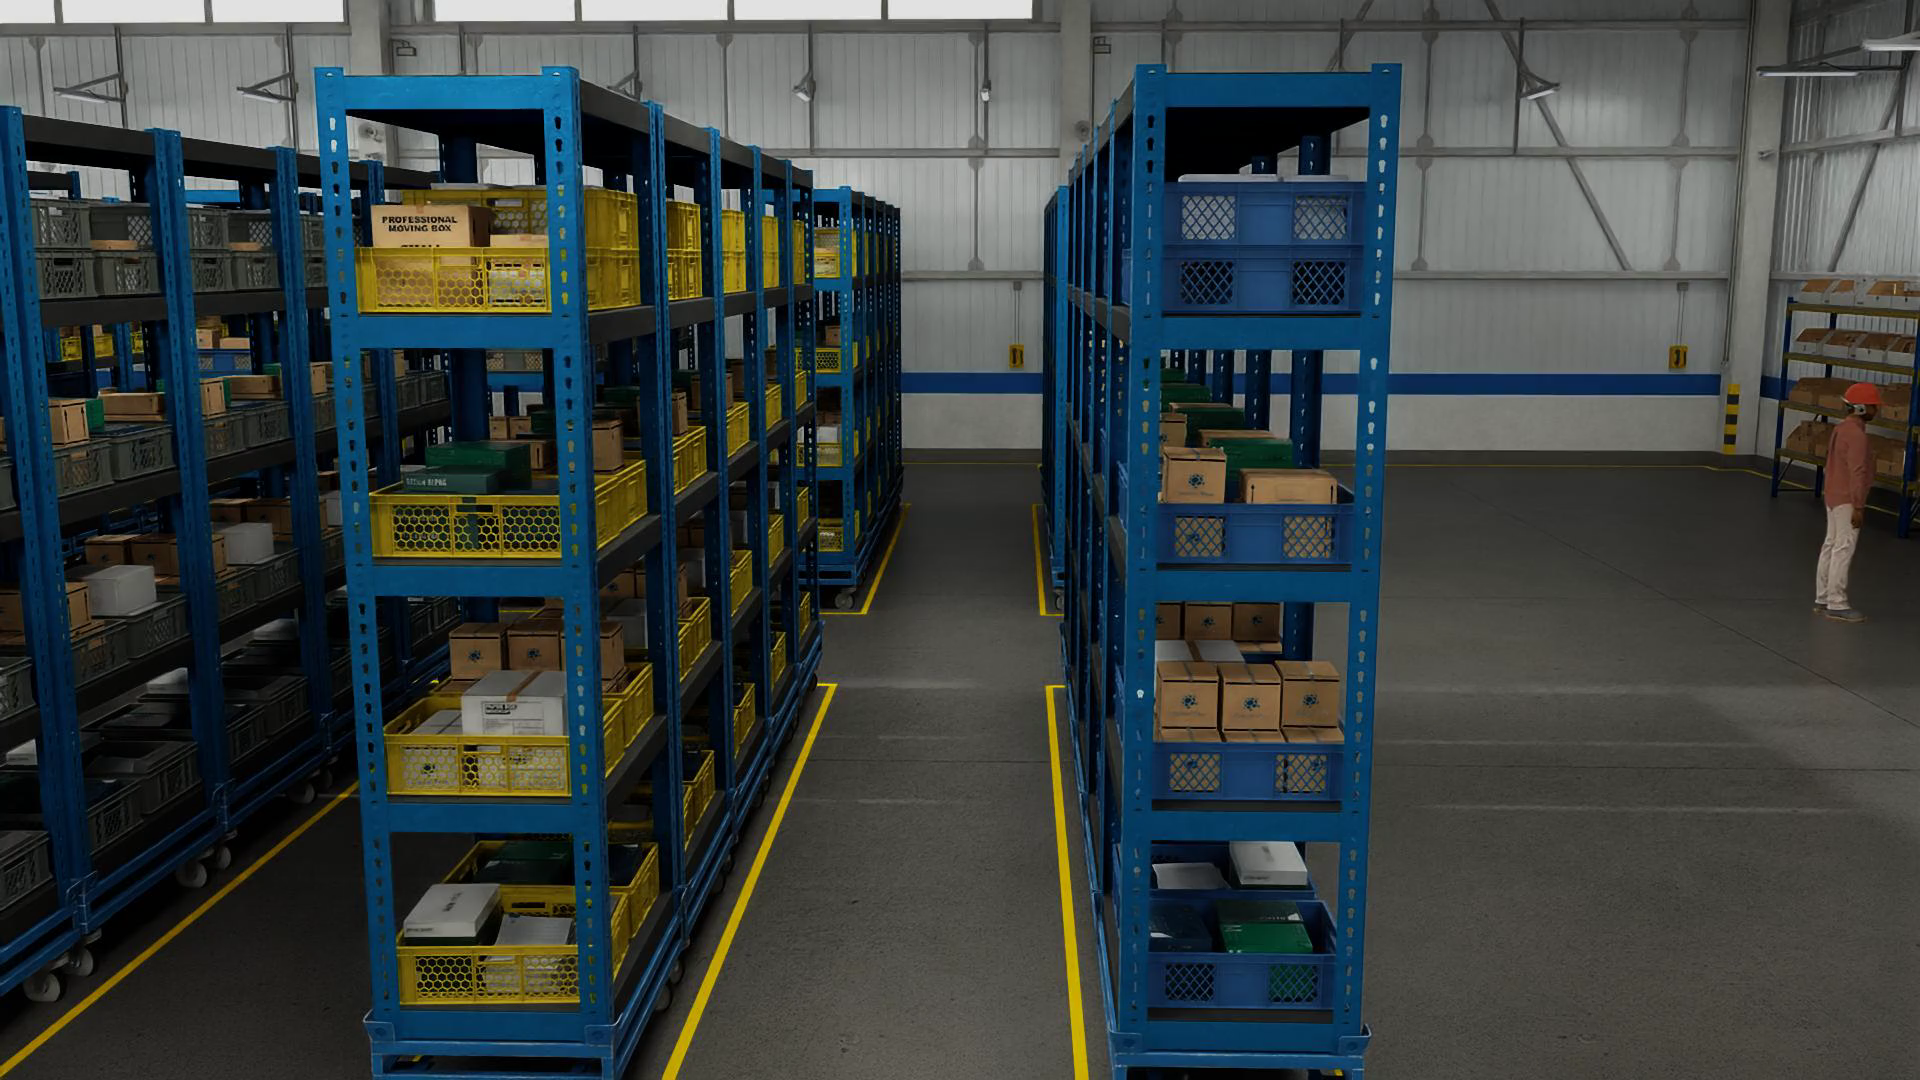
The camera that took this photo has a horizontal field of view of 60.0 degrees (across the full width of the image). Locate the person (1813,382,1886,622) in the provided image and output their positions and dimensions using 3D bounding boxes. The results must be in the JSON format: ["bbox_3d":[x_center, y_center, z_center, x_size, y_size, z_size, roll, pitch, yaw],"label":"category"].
[{"bbox_3d":[7.436,-0.322,13.900,0.395,1.993,0.614,2,10,11],"label":"person"}]
